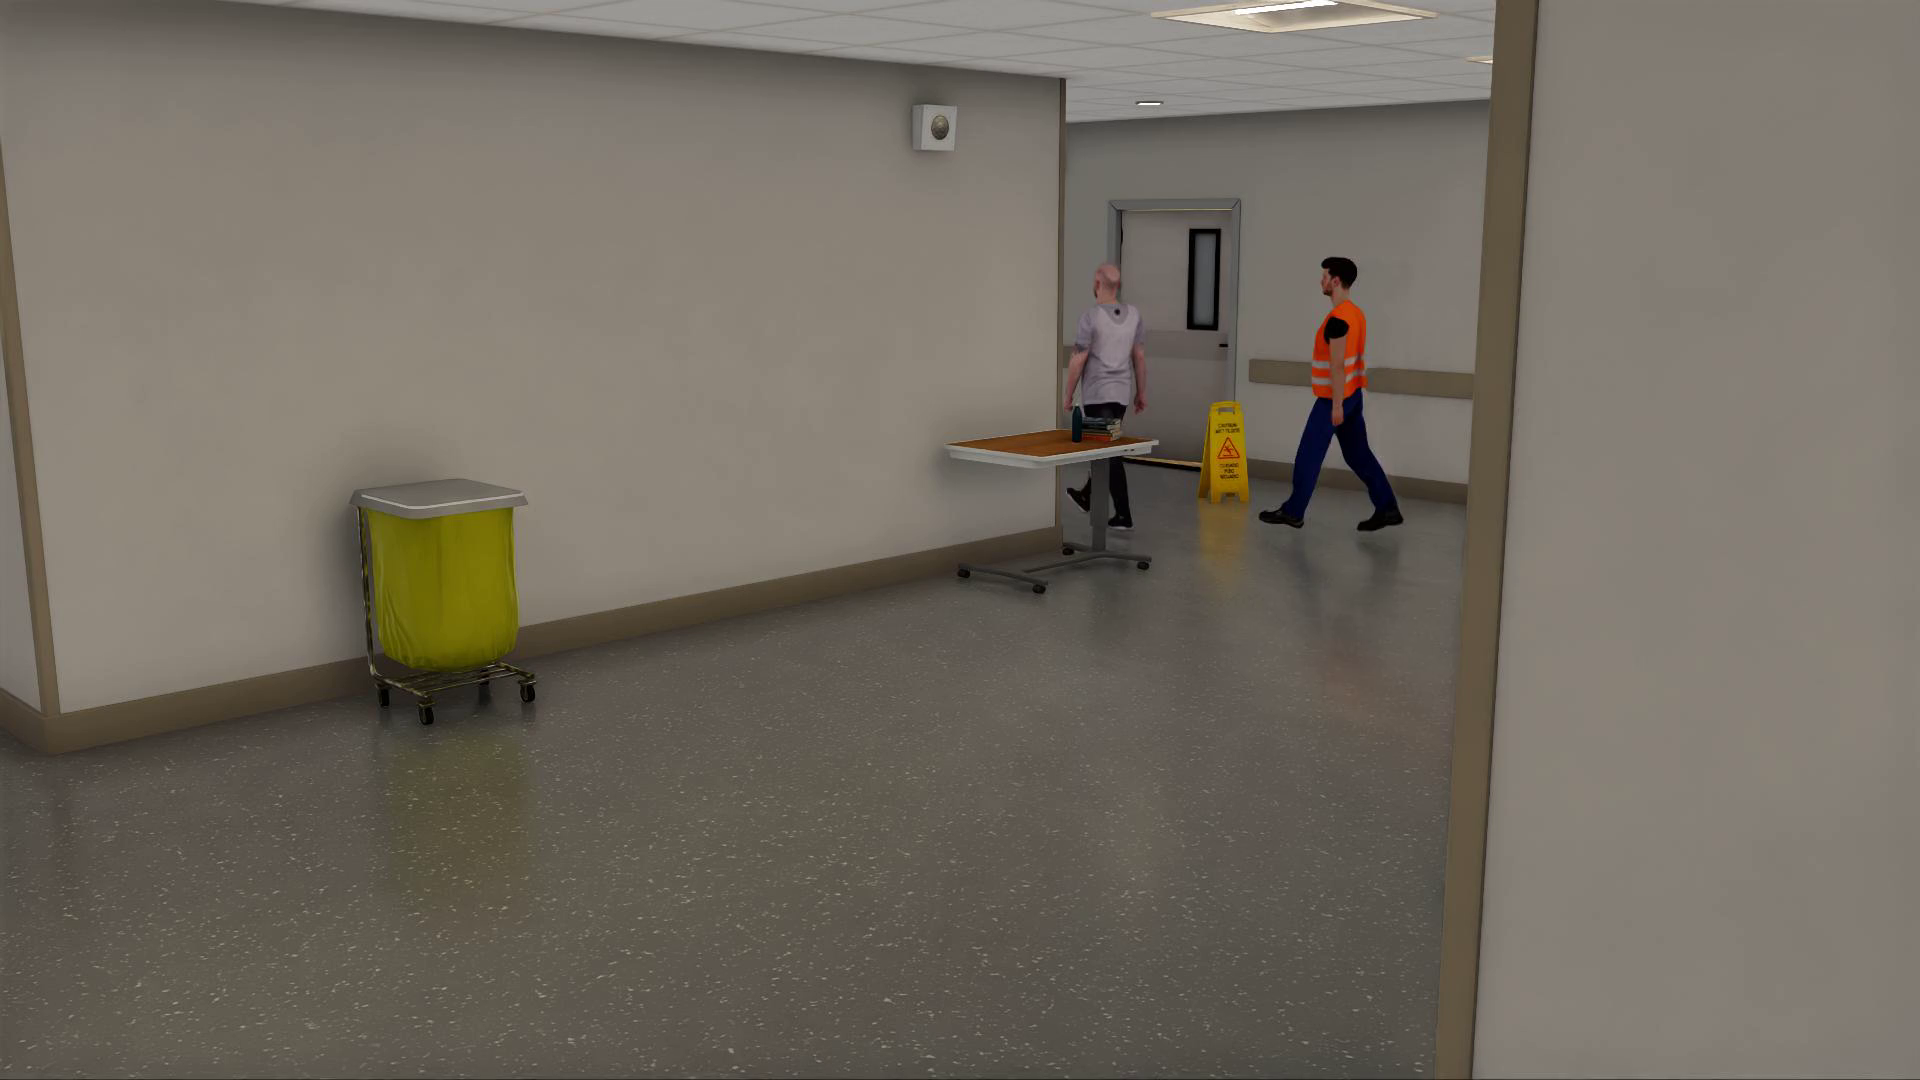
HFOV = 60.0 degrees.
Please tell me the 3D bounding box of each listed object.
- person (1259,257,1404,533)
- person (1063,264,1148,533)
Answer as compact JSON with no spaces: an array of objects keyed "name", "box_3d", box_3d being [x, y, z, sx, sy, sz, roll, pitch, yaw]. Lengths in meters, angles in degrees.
[{"name":"person","box_3d":[2.633,-0.928,11.173,1.301,1.842,0.932,6,12,28]},{"name":"person","box_3d":[1.045,-0.931,11.345,0.905,1.785,1.260,-6,12,-29]}]
